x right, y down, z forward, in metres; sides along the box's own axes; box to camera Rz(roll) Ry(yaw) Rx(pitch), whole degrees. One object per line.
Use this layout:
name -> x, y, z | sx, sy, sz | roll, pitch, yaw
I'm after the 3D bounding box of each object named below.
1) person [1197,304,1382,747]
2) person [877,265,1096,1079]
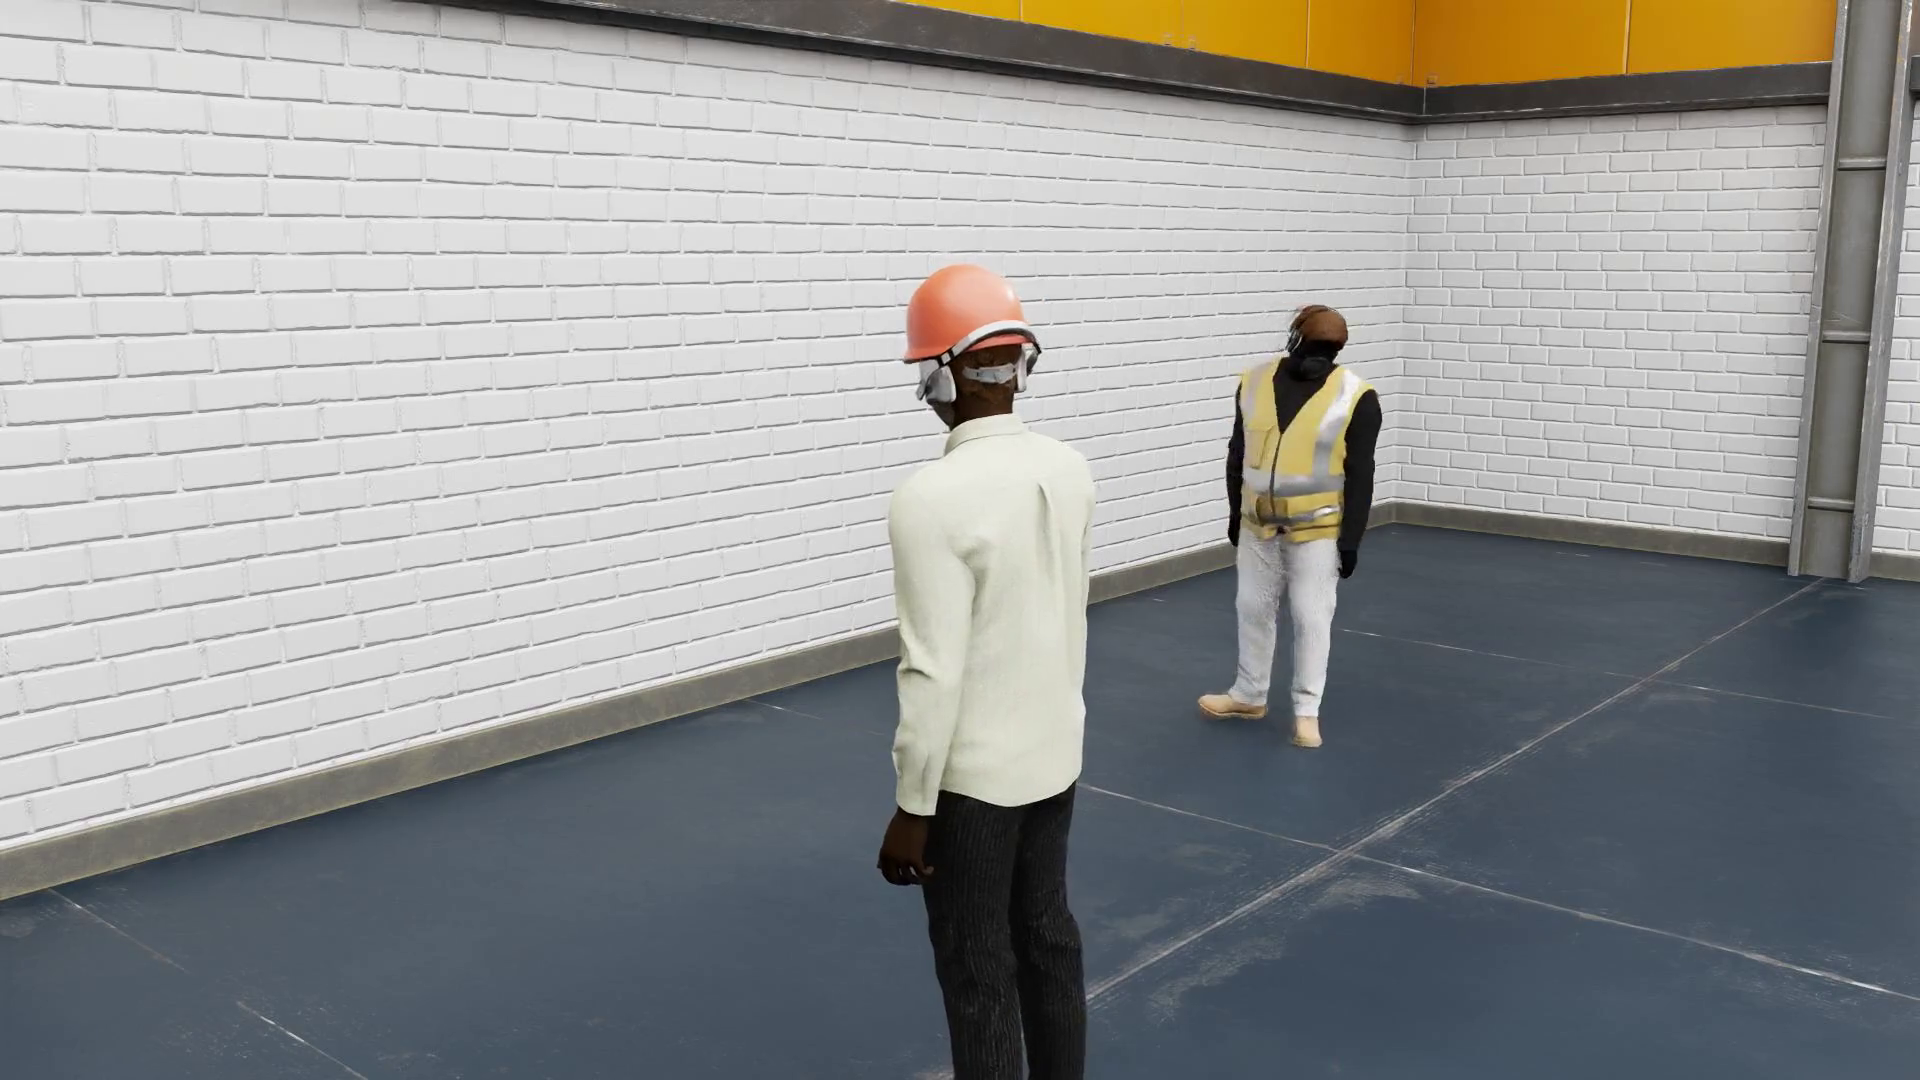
person -> 1.330, -0.056, 6.796 | 0.751, 1.803, 0.469 | 8, 13, 37
person -> 0.042, 0.451, 3.362 | 0.399, 1.987, 0.612 | 7, 12, 34
